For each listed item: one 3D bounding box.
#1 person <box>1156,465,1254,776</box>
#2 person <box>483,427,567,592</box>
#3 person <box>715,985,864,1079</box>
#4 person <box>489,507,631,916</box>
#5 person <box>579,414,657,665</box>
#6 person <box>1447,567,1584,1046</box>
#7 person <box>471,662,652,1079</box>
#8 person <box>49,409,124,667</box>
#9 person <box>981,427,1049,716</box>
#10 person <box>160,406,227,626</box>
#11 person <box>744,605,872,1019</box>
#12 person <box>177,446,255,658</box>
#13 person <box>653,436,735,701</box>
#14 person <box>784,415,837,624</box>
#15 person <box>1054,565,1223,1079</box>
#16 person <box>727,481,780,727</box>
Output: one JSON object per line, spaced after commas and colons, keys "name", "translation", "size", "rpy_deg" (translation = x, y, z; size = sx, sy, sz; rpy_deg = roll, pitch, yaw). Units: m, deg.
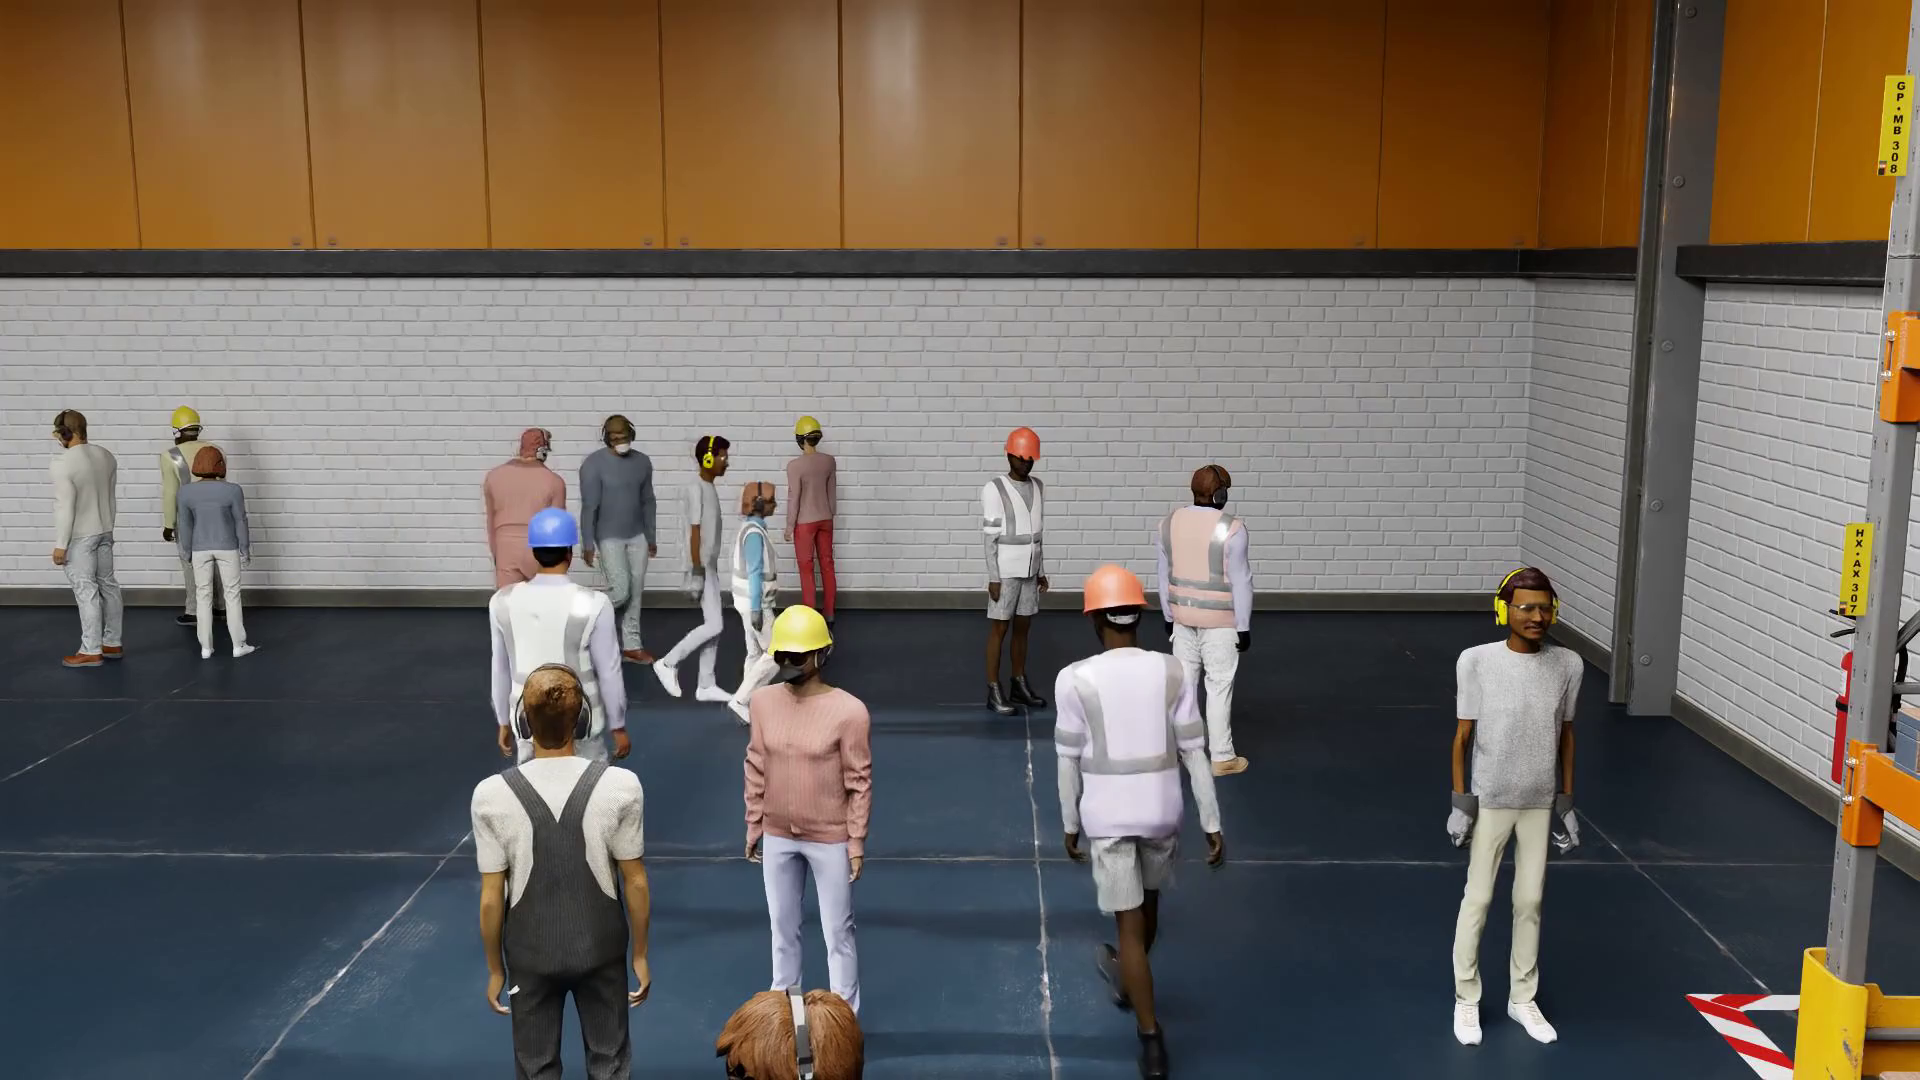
{"name": "person", "translation": [1.468, 0.470, 9.851], "size": [0.632, 1.843, 0.429], "rpy_deg": [8, 13, 41]}
{"name": "person", "translation": [-3.124, 0.117, 11.964], "size": [0.655, 1.846, 0.994], "rpy_deg": [1, 10, 4]}
{"name": "person", "translation": [-0.258, 1.639, 2.851], "size": [0.429, 1.841, 0.634], "rpy_deg": [-3, 10, -20]}
{"name": "person", "translation": [-1.812, 0.809, 7.537], "size": [0.631, 1.934, 0.633], "rpy_deg": [3, 10, 15]}
{"name": "person", "translation": [-2.538, 0.005, 12.427], "size": [0.471, 1.911, 0.709], "rpy_deg": [7, 12, 38]}
{"name": "person", "translation": [2.148, 1.024, 6.436], "size": [0.513, 1.876, 0.328], "rpy_deg": [-1, 9, -3]}
{"name": "person", "translation": [-1.191, 1.273, 5.033], "size": [0.507, 1.846, 0.346], "rpy_deg": [-2, 10, -13]}
{"name": "person", "translation": [-6.571, -0.015, 12.487], "size": [0.373, 1.935, 0.628], "rpy_deg": [1, 10, 8]}
{"name": "person", "translation": [0.394, 0.203, 11.185], "size": [0.542, 1.931, 0.376], "rpy_deg": [-9, 13, -42]}
{"name": "person", "translation": [-6.400, -0.201, 13.896], "size": [0.404, 1.835, 0.590], "rpy_deg": [6, 11, 30]}
{"name": "person", "translation": [-0.579, 1.111, 6.244], "size": [0.525, 1.769, 0.316], "rpy_deg": [4, 10, 22]}
{"name": "person", "translation": [-5.691, 0.094, 12.726], "size": [0.500, 1.633, 0.285], "rpy_deg": [-1, 10, -9]}
{"name": "person", "translation": [-1.802, 0.206, 11.416], "size": [0.478, 1.847, 0.556], "rpy_deg": [1, 10, 5]}
{"name": "person", "translation": [-1.241, -0.146, 13.765], "size": [0.315, 1.769, 0.523], "rpy_deg": [9, 13, 42]}
{"name": "person", "translation": [0.661, 1.033, 6.377], "size": [0.627, 1.871, 0.944], "rpy_deg": [-2, 10, -10]}
{"name": "person", "translation": [-1.287, 0.427, 10.733], "size": [0.367, 1.621, 0.548], "rpy_deg": [-1, 10, -8]}
